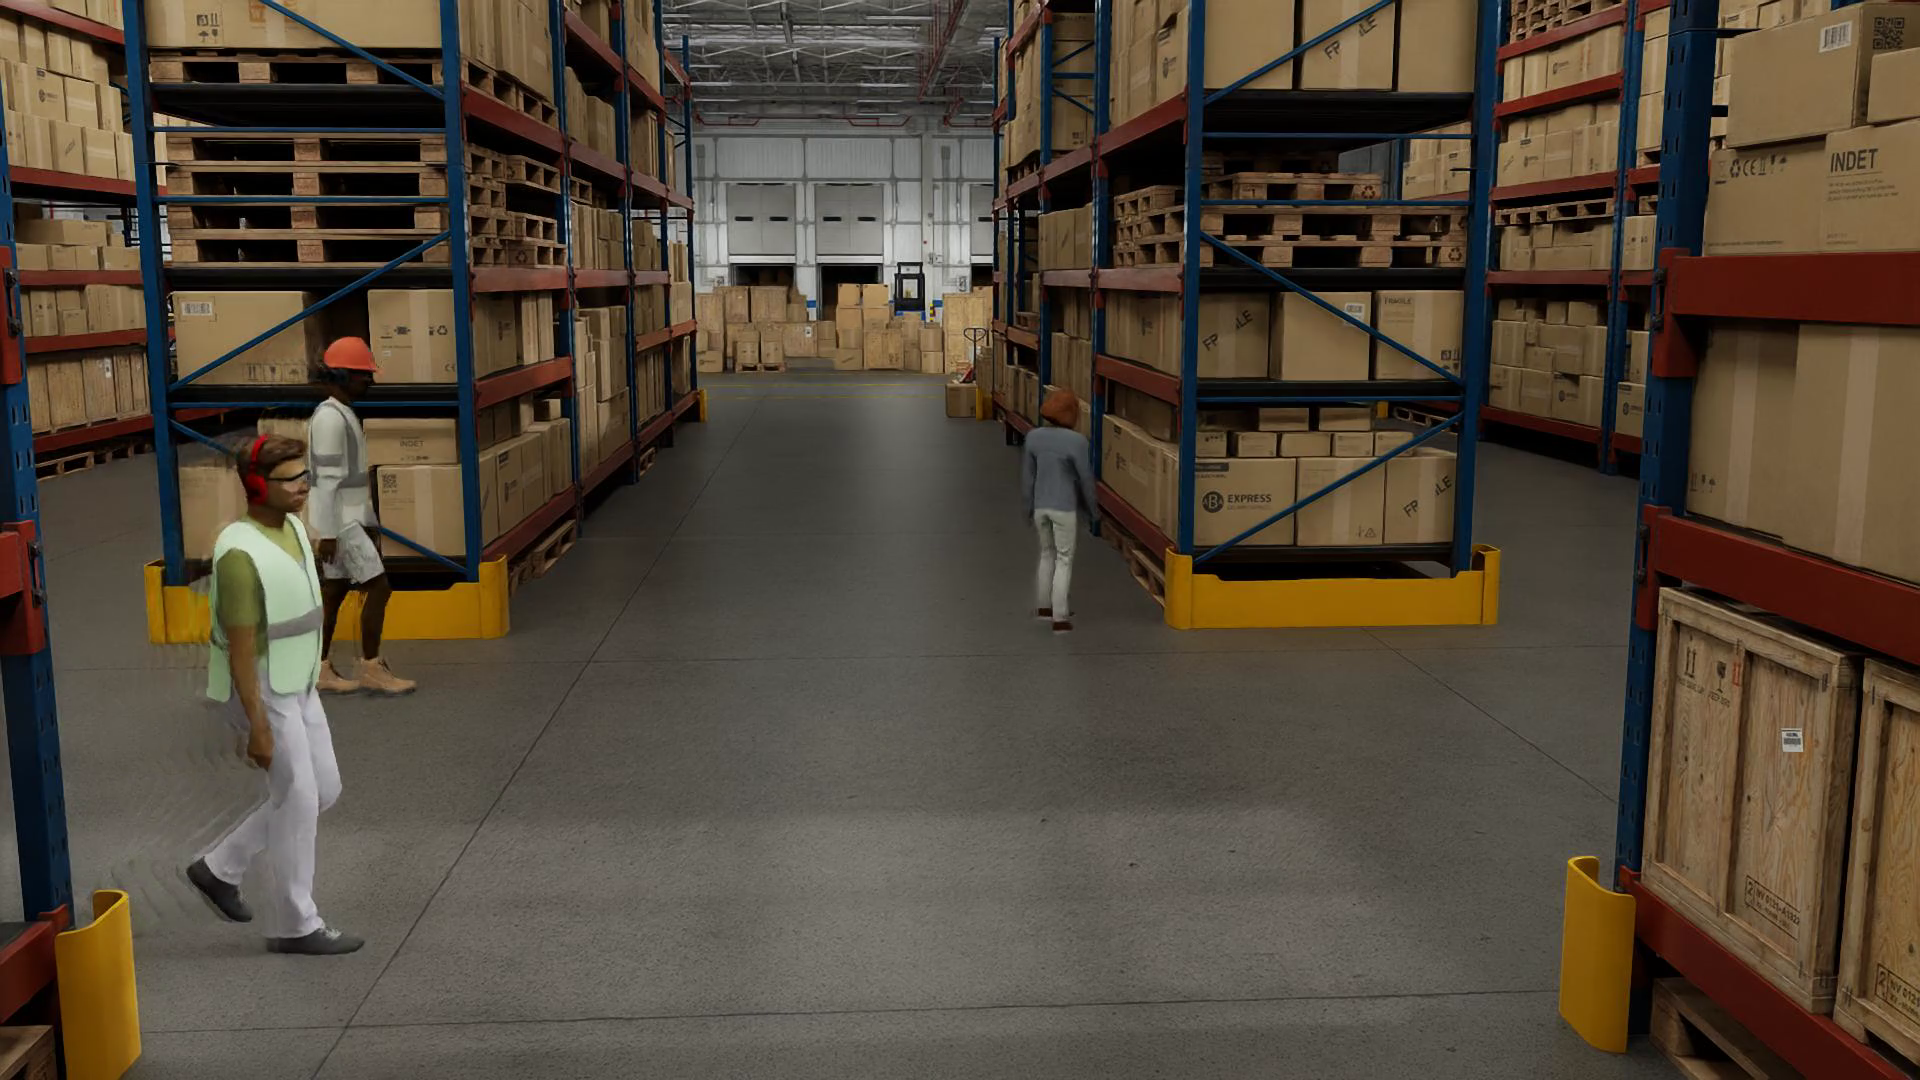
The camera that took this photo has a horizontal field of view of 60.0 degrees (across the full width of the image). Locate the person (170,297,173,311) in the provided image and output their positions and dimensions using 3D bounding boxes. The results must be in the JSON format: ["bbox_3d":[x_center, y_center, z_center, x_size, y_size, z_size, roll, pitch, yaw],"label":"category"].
[{"bbox_3d":[-29.568,-8.621,62.785,0.400,1.987,0.608,0,9,3],"label":"person"}]

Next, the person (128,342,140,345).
[{"bbox_3d":[-17.893,-4.304,35.867,0.622,1.921,0.550,-2,9,-13],"label":"person"}]

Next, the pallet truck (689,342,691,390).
[{"bbox_3d":[-5.225,-3.008,27.480,1.885,1.965,0.823,2,9,14],"label":"pallet truck"}]

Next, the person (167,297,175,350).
[{"bbox_3d":[-24.676,-6.737,51.716,0.483,1.736,0.311,9,12,43],"label":"person"}]

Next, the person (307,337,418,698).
[{"bbox_3d":[-3.336,-0.111,9.242,0.773,2.010,0.630,-2,9,-14],"label":"person"}]

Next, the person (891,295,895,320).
[{"bbox_3d":[-2.498,-8.413,62.591,0.668,1.609,0.526,3,10,20],"label":"person"}]

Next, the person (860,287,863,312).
[{"bbox_3d":[-3.842,-8.846,64.507,0.567,1.877,1.005,3,9,17],"label":"person"}]

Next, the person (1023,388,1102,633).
[{"bbox_3d":[0.690,-0.198,11.045,0.449,1.617,0.521,-9,12,-43],"label":"person"}]

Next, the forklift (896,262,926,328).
[{"bbox_3d":[-1.780,-8.547,59.499,1.129,2.768,1.873,-1,9,-4],"label":"forklift"}]

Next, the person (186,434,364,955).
[{"bbox_3d":[-2.396,0.541,5.730,0.535,1.826,0.586,-1,9,-5],"label":"person"}]
